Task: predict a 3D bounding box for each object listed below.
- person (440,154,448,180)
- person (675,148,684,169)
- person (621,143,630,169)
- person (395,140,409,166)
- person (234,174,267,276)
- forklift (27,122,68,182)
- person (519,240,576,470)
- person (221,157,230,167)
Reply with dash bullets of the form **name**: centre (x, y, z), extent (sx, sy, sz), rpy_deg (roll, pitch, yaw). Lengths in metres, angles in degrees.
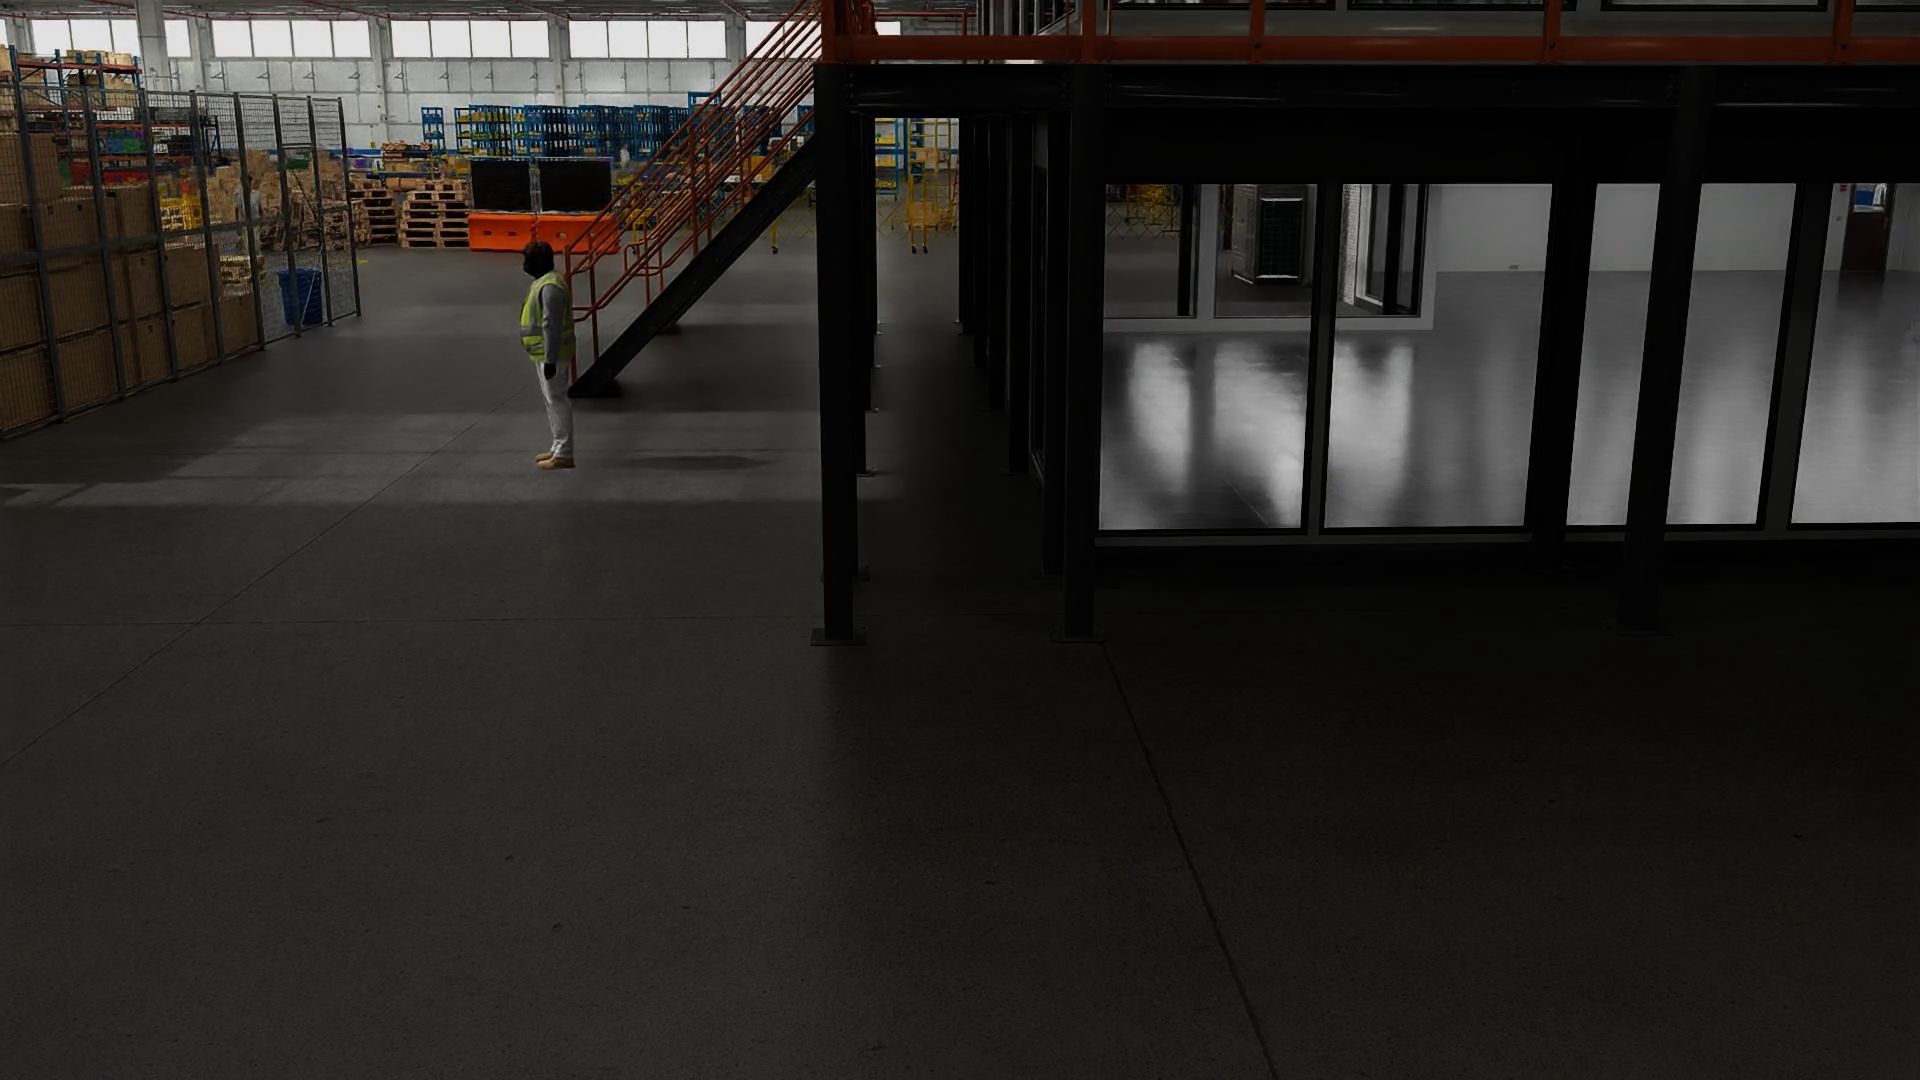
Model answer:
- **person**: centre (-17.196, -11.995, 55.574), extent (0.378, 1.756, 0.537), rpy_deg (-2, 14, -8)
- **person**: centre (-12.394, -16.439, 73.287), extent (0.955, 1.780, 0.585), rpy_deg (-1, 14, -6)
- **person**: centre (-15.090, -16.978, 75.204), extent (0.420, 1.895, 0.660), rpy_deg (2, 14, 9)
- **person**: centre (-27.530, -18.740, 82.069), extent (0.624, 1.983, 0.418), rpy_deg (-5, 15, -18)
- **person**: centre (-12.882, -5.710, 30.217), extent (0.515, 1.866, 0.333), rpy_deg (-9, 16, -31)
- **forklift**: centre (-35.376, -14.773, 64.377), extent (1.129, 2.768, 1.873), rpy_deg (-1, 14, -2)
- **person**: centre (-3.323, -1.490, 13.424), extent (0.431, 1.836, 0.619), rpy_deg (-5, 15, -20)
- **person**: centre (-23.969, -11.683, 54.437), extent (0.554, 1.683, 0.367), rpy_deg (0, 14, 2)
